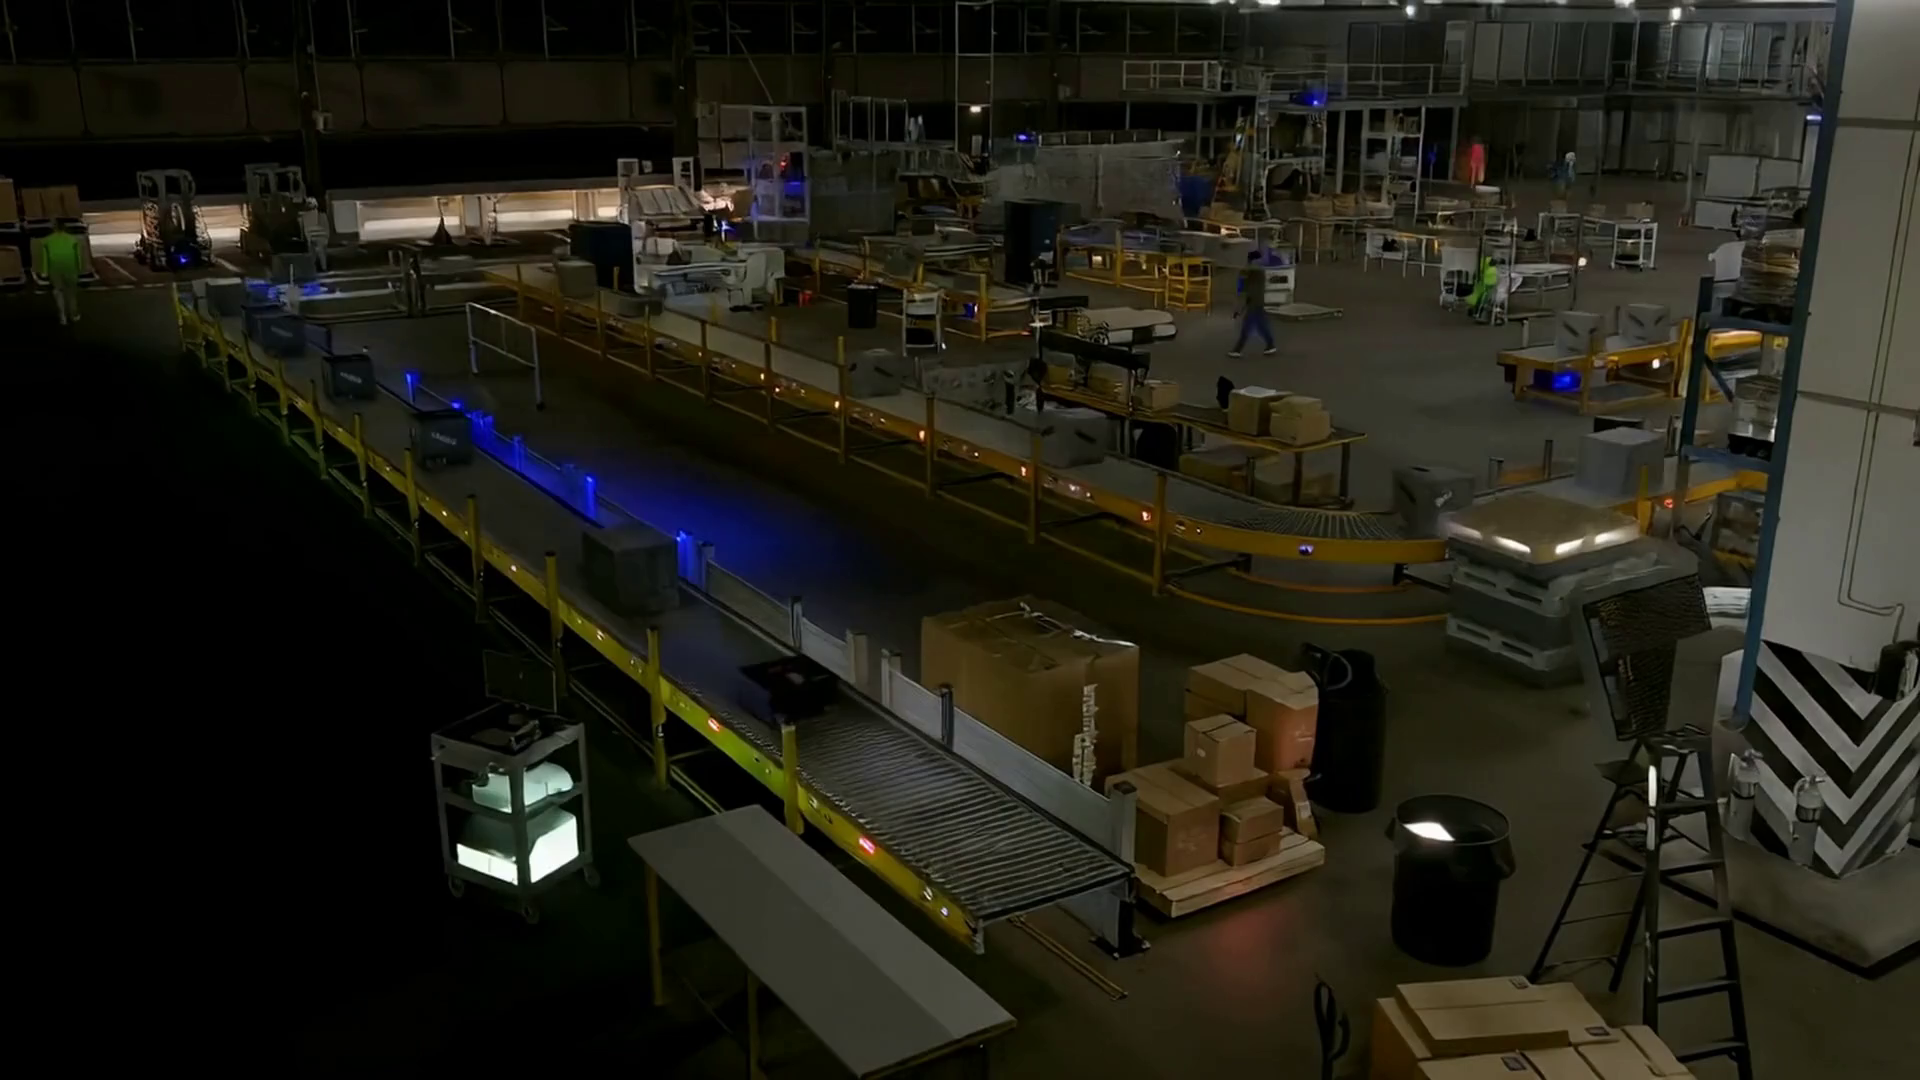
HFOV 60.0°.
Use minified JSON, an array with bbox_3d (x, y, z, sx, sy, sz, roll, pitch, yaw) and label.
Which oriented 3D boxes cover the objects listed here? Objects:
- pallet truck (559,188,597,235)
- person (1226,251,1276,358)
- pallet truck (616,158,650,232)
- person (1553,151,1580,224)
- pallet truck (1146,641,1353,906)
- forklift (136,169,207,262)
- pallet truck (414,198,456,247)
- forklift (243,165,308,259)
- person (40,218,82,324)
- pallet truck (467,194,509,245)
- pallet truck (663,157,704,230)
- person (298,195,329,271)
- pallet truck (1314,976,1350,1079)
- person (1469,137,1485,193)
[{"bbox_3d":[-10.010,-8.652,43.699,0.653,1.274,1.630,-10,20,-31],"label":"pallet truck"},{"bbox_3d":[4.777,-3.823,26.913,0.906,1.722,0.540,-4,17,-15],"label":"person"},{"bbox_3d":[-8.918,-9.176,44.255,0.823,1.965,1.885,-9,19,-27],"label":"pallet truck"},{"bbox_3d":[16.910,-9.789,46.264,0.644,2.009,0.907,2,17,5],"label":"person"},{"bbox_3d":[1.664,1.407,10.232,1.630,1.274,0.653,-10,20,-31],"label":"pallet truck"},{"bbox_3d":[-17.842,-7.318,37.559,1.157,1.987,2.680,-10,20,-31],"label":"forklift"},{"bbox_3d":[-13.250,-8.060,41.856,0.680,1.201,1.601,-10,20,-31],"label":"pallet truck"},{"bbox_3d":[-15.898,-7.669,38.708,1.157,1.987,2.680,-11,20,-33],"label":"forklift"},{"bbox_3d":[-16.289,-4.887,30.191,0.647,1.884,0.836,-8,18,-24],"label":"person"},{"bbox_3d":[-11.983,-8.177,42.137,0.704,1.261,1.522,-11,20,-33],"label":"pallet truck"},{"bbox_3d":[-7.586,-9.308,44.692,0.823,1.965,1.885,-11,20,-33],"label":"pallet truck"},{"bbox_3d":[-13.658,-6.385,35.246,0.591,1.833,0.404,0,17,0],"label":"person"},{"bbox_3d":[2.299,2.390,7.086,1.601,1.201,0.680,-2,17,-7],"label":"pallet truck"},{"bbox_3d":[17.444,-12.590,55.852,0.595,1.852,0.776,-7,18,-21],"label":"person"}]
